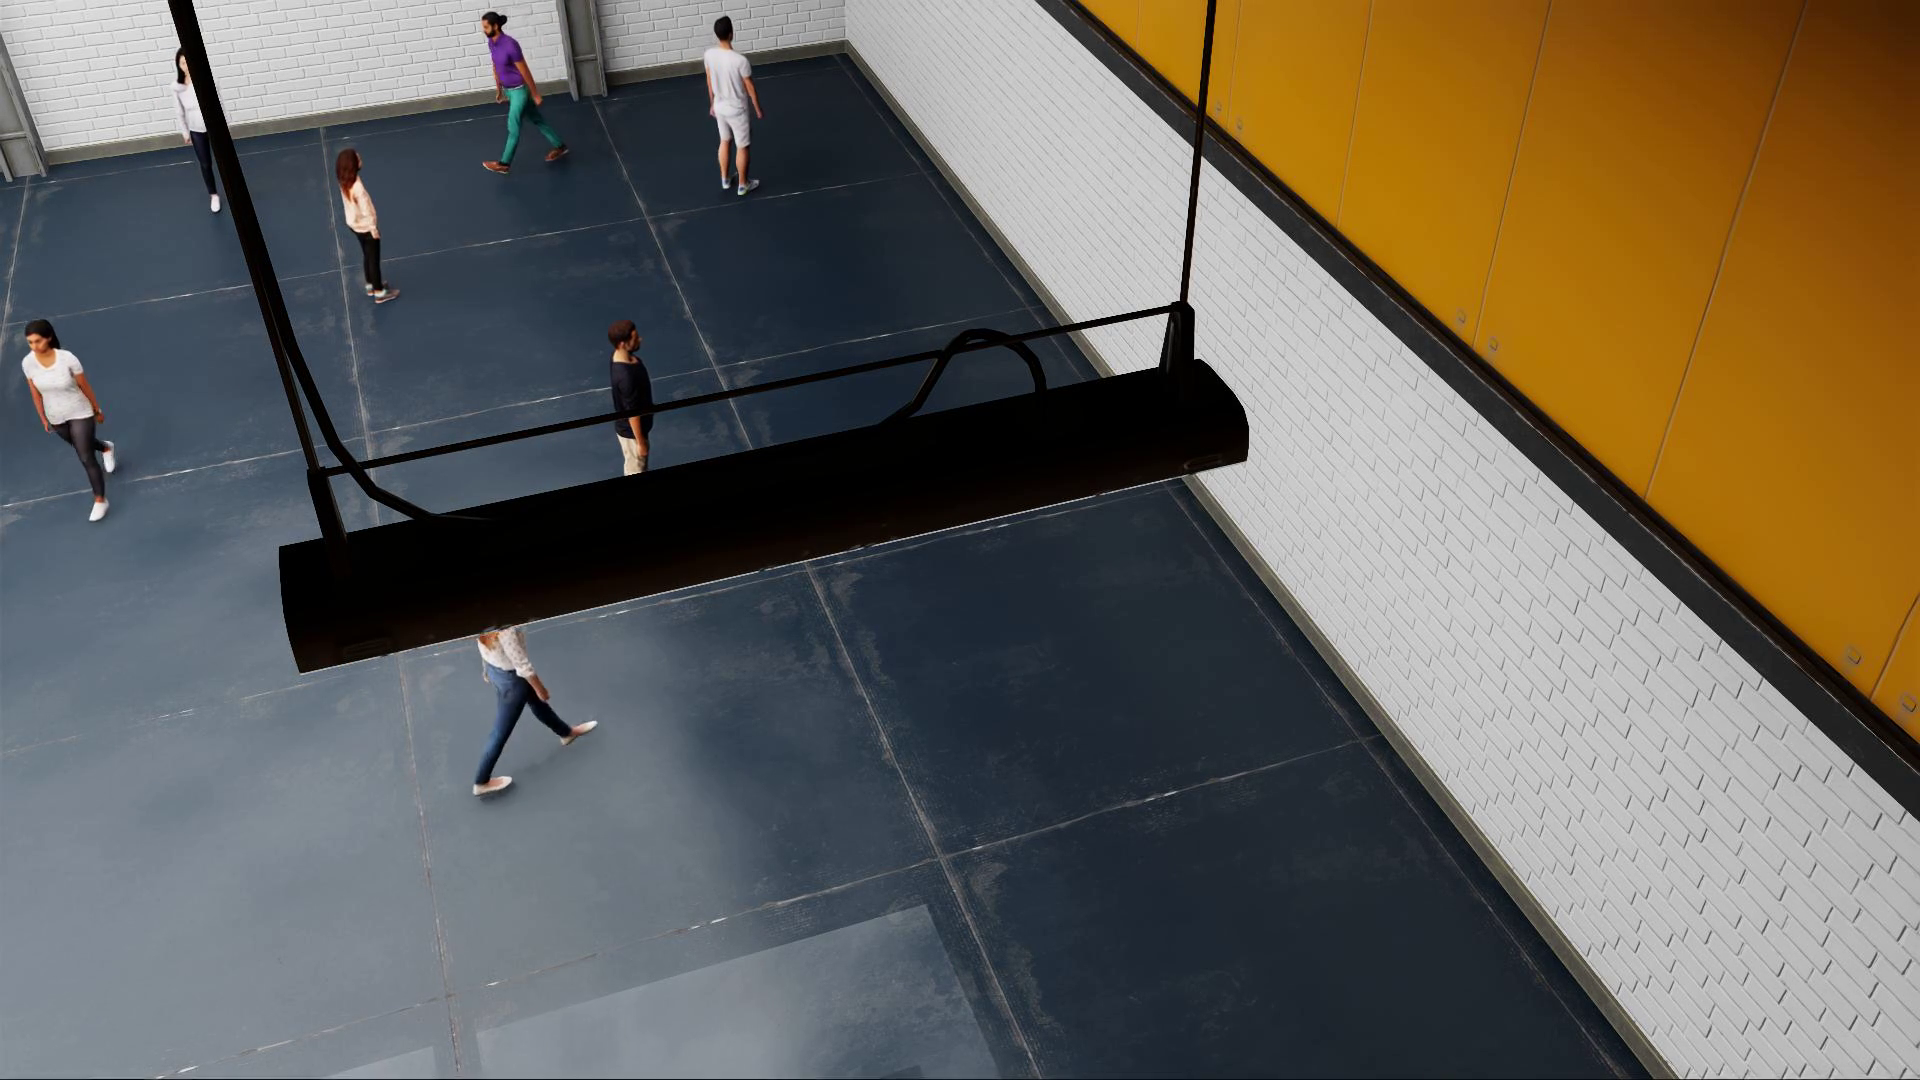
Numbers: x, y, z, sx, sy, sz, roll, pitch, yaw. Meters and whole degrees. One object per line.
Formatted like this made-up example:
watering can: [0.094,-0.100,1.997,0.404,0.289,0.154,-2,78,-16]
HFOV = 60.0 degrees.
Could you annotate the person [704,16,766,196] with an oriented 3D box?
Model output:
person: [-2.323,-4.371,16.845,0.807,1.852,0.851,20,43,23]

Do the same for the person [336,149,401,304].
person: [-5.487,-2.891,15.288,0.612,1.483,0.624,-26,46,-29]

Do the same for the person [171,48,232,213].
person: [-7.529,-4.116,16.649,0.473,1.697,0.669,-11,40,-14]

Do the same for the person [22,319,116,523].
person: [-6.831,-1.002,12.838,1.080,1.587,0.846,-2,39,-2]

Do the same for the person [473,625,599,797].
person: [-2.890,0.912,10.368,1.205,1.679,0.808,-24,44,-27]

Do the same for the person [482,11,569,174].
person: [-4.513,-4.672,17.350,1.275,1.691,0.873,-29,47,-31]

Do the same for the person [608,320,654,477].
person: [-2.457,-0.843,12.428,0.538,1.851,0.638,-11,40,-13]
